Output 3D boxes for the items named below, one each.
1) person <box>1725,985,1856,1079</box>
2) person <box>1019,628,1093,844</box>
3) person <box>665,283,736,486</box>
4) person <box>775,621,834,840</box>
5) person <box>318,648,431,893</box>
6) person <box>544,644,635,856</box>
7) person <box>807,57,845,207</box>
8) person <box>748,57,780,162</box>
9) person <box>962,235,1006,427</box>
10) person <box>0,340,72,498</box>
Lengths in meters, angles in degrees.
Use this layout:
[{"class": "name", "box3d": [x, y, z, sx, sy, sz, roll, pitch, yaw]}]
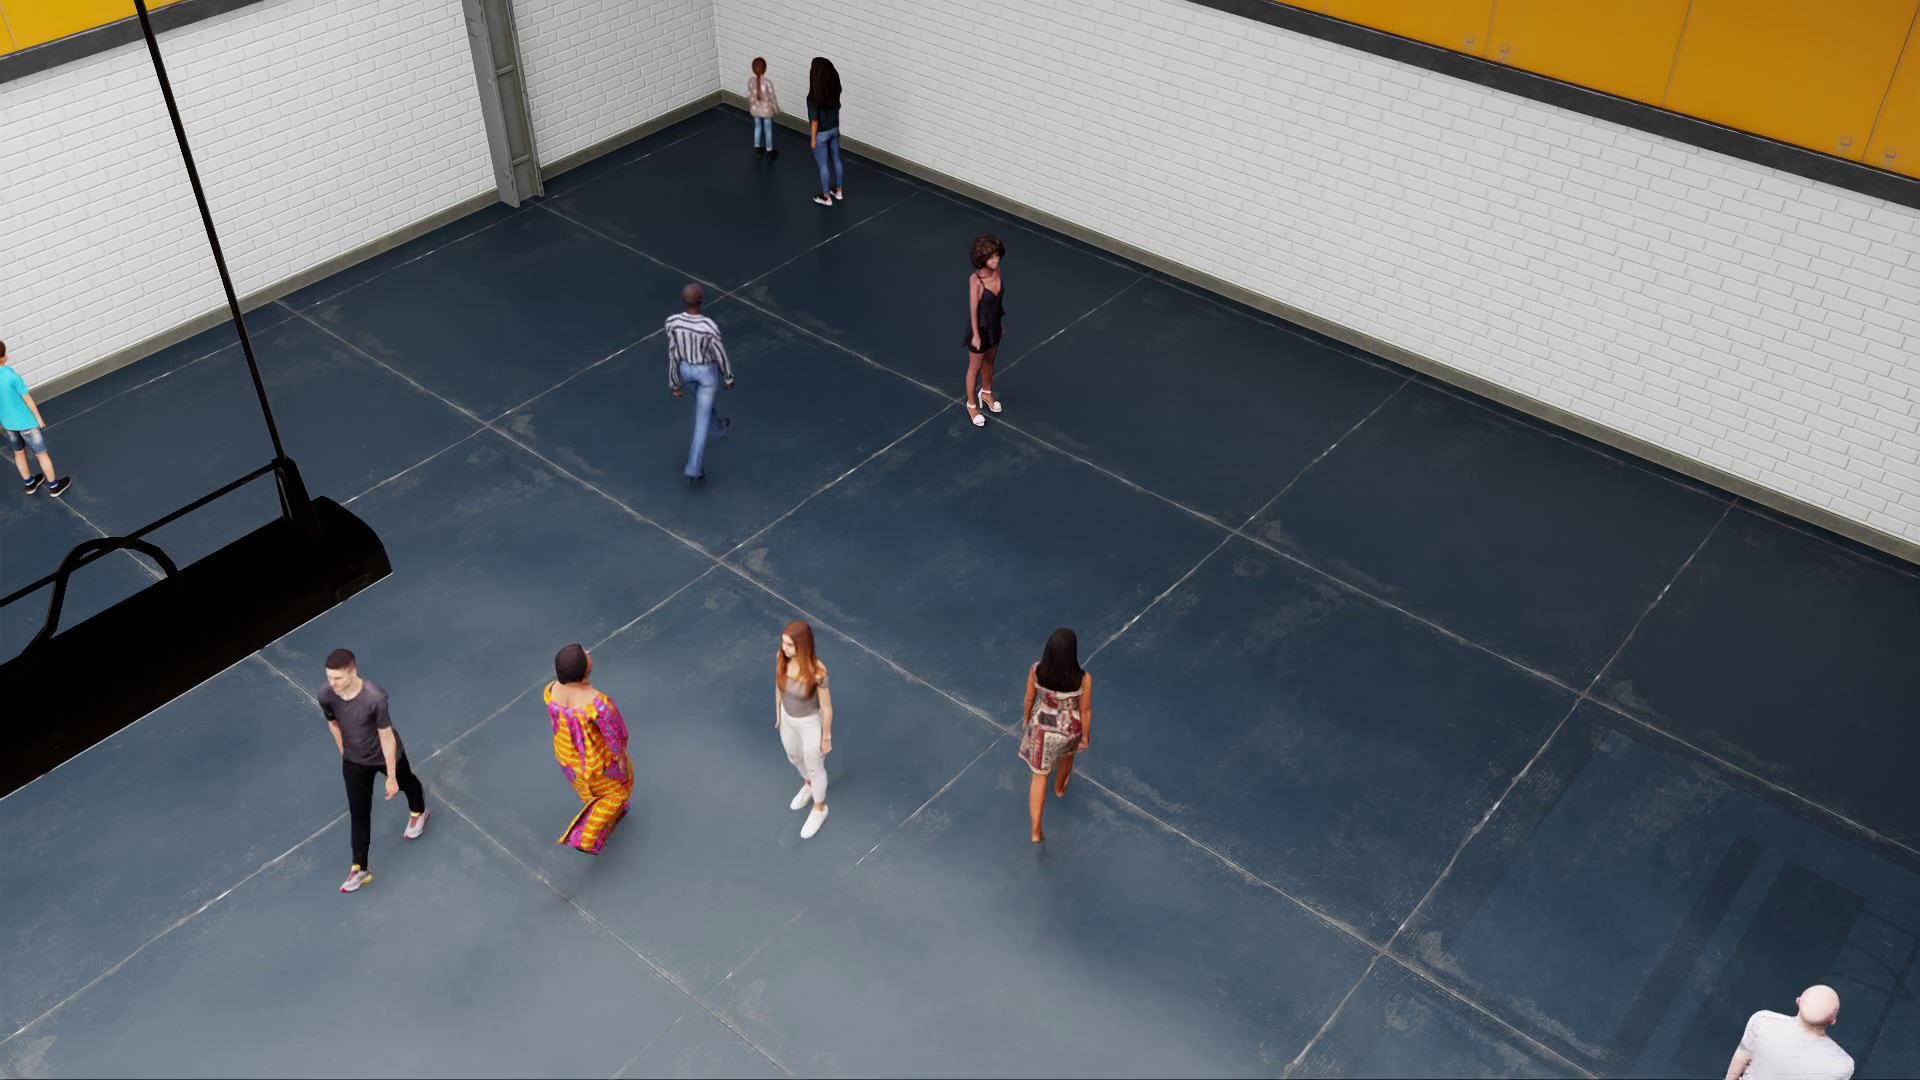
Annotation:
[{"class": "person", "box3d": [4.095, 2.944, 8.465, 1.226, 1.809, 0.766, -30, 47, -32]}, {"class": "person", "box3d": [0.601, 1.266, 10.718, 0.945, 1.619, 1.152, 7, 39, 9]}, {"class": "person", "box3d": [-2.178, -1.244, 13.769, 0.992, 1.734, 1.273, 10, 40, 12]}, {"class": "person", "box3d": [-0.986, 1.169, 10.746, 0.616, 1.735, 0.653, 25, 45, 28]}, {"class": "person", "box3d": [-3.676, 1.315, 10.573, 1.014, 1.723, 1.189, 5, 39, 6]}, {"class": "person", "box3d": [-2.385, 1.368, 10.562, 0.719, 1.655, 0.914, 20, 43, 23]}, {"class": "person", "box3d": [-1.440, -4.375, 17.784, 0.547, 1.616, 0.673, -31, 48, -33]}, {"class": "person", "box3d": [-2.220, -4.848, 18.716, 0.551, 1.192, 0.577, 13, 40, 16]}, {"class": "person", "box3d": [0.212, -1.836, 14.466, 0.626, 1.789, 0.477, 25, 45, 28]}, {"class": "person", "box3d": [-7.768, -1.007, 13.702, 0.585, 1.447, 0.605, 7, 39, 8]}]
